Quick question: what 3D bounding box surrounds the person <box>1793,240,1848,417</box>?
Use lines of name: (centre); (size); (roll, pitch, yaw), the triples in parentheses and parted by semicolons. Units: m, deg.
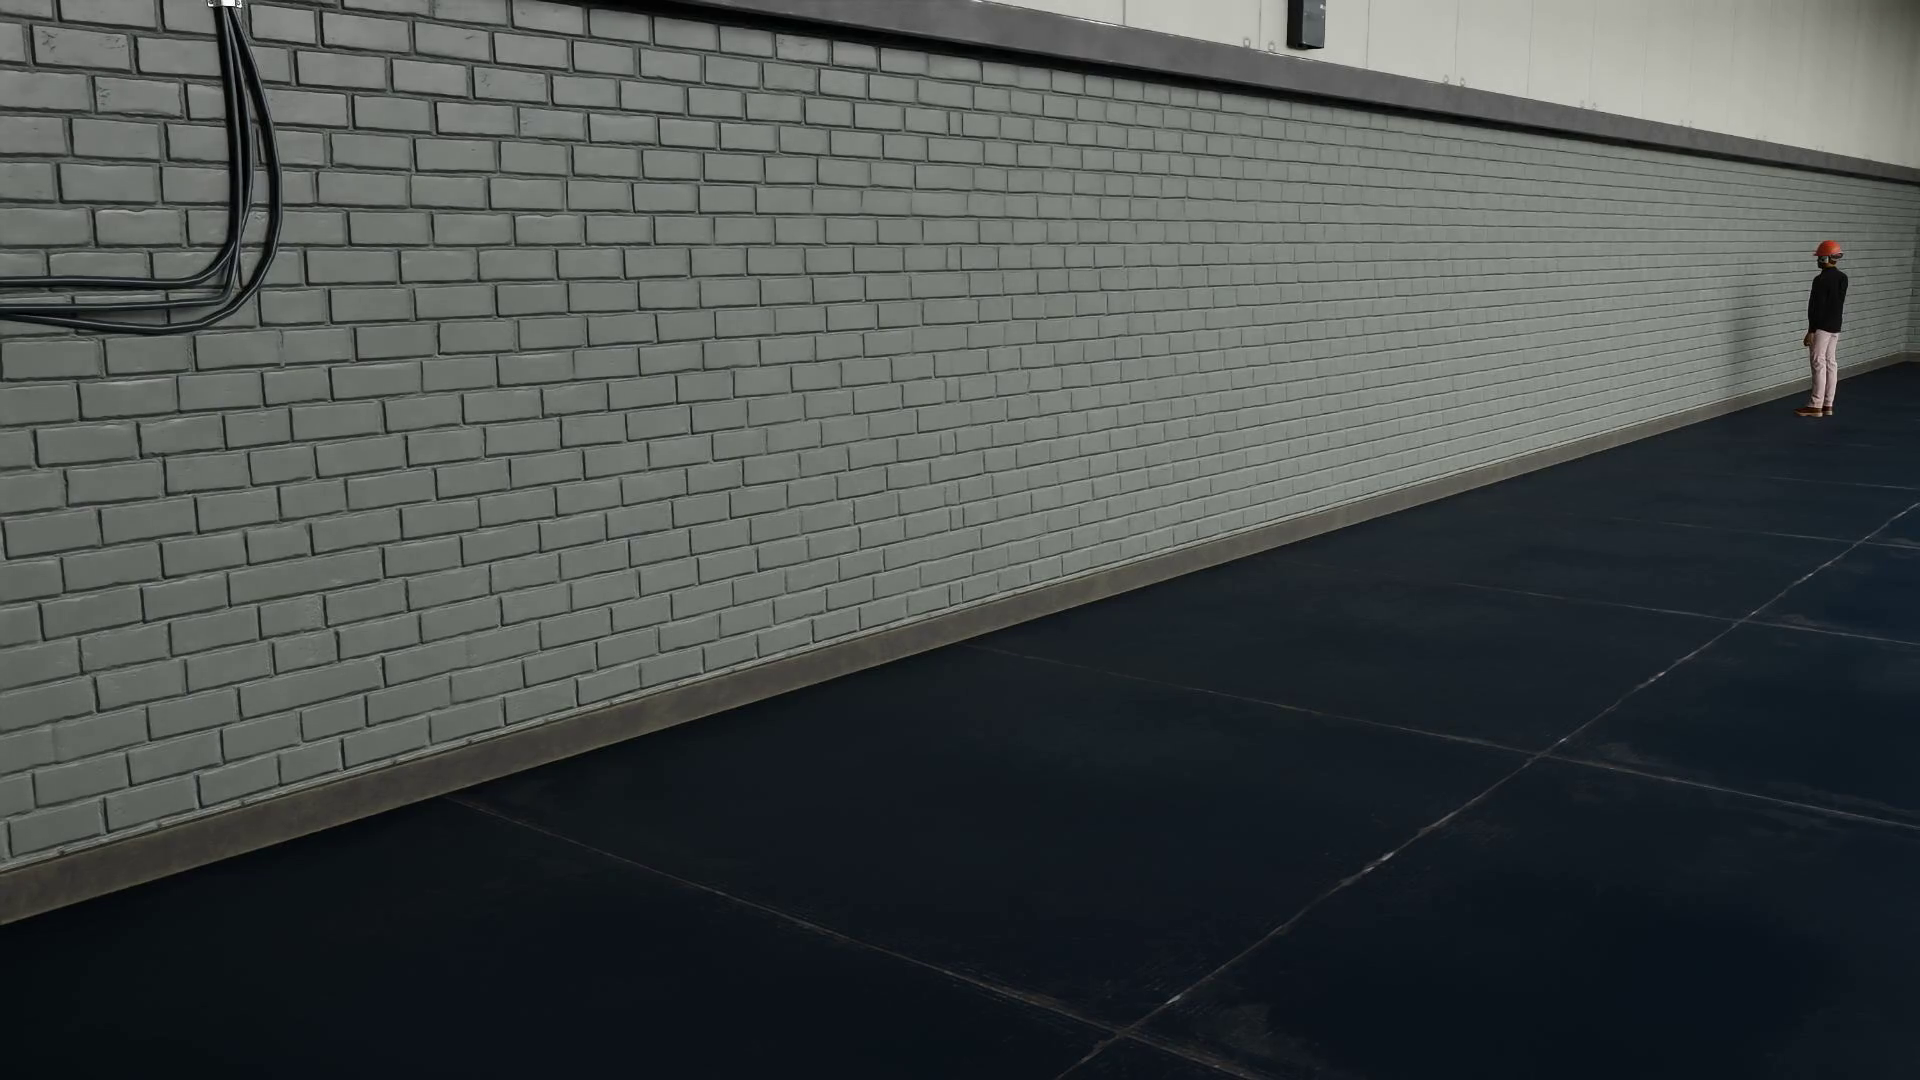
person: (9.876, -2.416, 19.028); (0.612, 1.995, 0.376); (-8, 13, -37)
